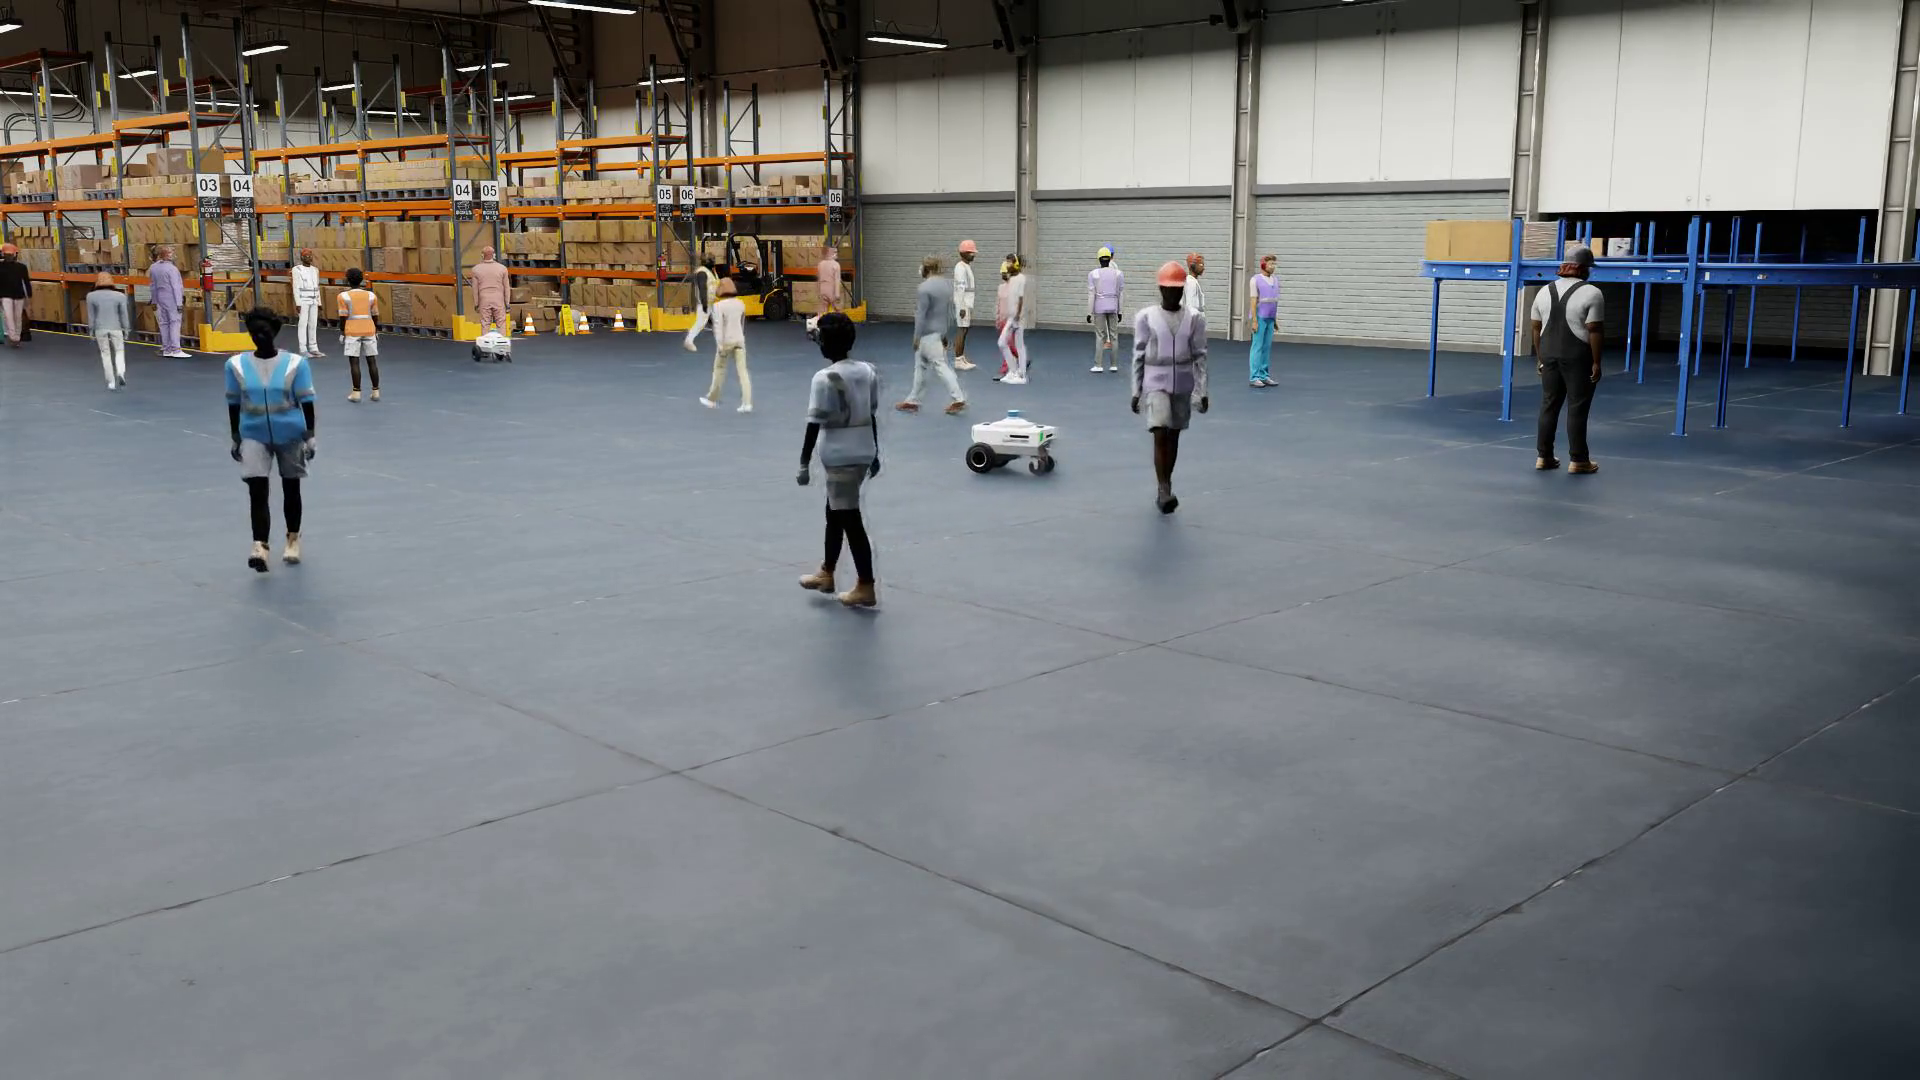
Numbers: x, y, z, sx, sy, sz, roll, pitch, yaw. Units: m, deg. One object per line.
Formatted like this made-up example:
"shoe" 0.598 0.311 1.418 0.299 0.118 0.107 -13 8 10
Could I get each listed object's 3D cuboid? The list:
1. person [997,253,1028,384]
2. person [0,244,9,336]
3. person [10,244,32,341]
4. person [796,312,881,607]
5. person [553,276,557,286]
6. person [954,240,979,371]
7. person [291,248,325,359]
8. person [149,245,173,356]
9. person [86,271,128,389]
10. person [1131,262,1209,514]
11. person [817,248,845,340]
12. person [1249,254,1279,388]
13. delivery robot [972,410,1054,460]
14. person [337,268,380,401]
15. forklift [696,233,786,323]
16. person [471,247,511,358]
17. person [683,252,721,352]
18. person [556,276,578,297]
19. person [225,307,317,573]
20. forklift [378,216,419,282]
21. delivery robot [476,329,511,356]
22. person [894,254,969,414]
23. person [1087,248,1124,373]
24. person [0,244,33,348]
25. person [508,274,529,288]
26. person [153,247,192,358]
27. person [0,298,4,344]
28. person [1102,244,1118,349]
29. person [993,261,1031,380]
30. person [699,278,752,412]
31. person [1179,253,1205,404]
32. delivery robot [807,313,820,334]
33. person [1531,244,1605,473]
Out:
"person" 0.733 -3.145 23.682 0.527 1.852 0.562 -4 11 -20
"person" -20.116 -5.260 35.049 0.584 1.917 0.383 -10 14 -44
"person" -19.023 -4.983 33.524 0.384 1.930 0.540 -2 11 -10
"person" -0.762 -0.466 9.545 0.733 1.666 0.557 6 12 28
"person" -10.813 -7.036 45.358 0.862 1.687 0.490 7 13 34
"person" 0.105 -3.700 26.202 0.396 2.038 0.615 2 11 9
"person" -11.293 -4.101 28.823 0.353 1.883 0.573 4 11 23
"person" -14.078 -4.220 29.350 0.374 1.932 0.621 0 10 2
"person" -11.737 -2.887 22.914 0.503 1.621 0.377 -5 12 -26
"person" 1.627 -1.142 12.636 0.569 1.896 0.930 -1 10 -7
"person" -2.590 -4.978 33.675 0.704 1.853 0.759 9 14 42
"person" 4.264 -3.081 23.355 0.390 1.848 0.565 10 15 44
"delivery robot" 0.479 -0.928 15.001 0.707 0.478 0.477 4 11 22
"person" -7.698 -2.631 21.307 0.540 1.697 0.318 -10 14 -43
"forklift" -5.496 -6.489 41.108 2.313 2.155 1.214 -10 14 -44
"person" -8.151 -4.140 28.956 0.643 1.913 0.410 -3 11 -14
"person" -4.606 -4.316 30.187 0.914 1.809 0.628 3 11 16
"person" -10.165 -6.691 43.057 0.627 1.844 0.429 -9 14 -41
"person" -4.345 -0.631 10.498 0.552 1.648 0.843 -3 11 -15
"forklift" -17.868 -9.201 54.028 1.873 2.768 1.129 -10 14 -44
"delivery robot" -7.871 -3.318 28.038 0.477 0.478 0.707 -8 13 -39
"person" -0.317 -2.451 19.813 1.000 1.895 0.642 4 11 22
"person" 2.243 -3.560 25.778 0.586 1.917 0.381 -3 11 -16
"person" -17.890 -4.607 31.430 0.638 1.932 1.040 -7 13 -34
"person" -12.019 -7.095 45.103 0.970 1.901 0.607 10 14 43
"person" -13.641 -4.108 28.803 0.649 1.904 0.401 8 13 36
"person" -18.939 -4.689 32.370 0.337 1.759 0.524 10 15 44
"person" 2.782 -4.559 31.140 0.404 1.945 0.615 2 11 11
"person" 0.772 -3.252 24.577 0.758 1.740 0.534 -8 13 -39
"person" -2.808 -2.357 20.099 0.513 1.595 0.828 -10 15 -44
"person" 2.938 -2.694 21.147 0.337 1.881 0.585 0 10 1
"delivery robot" -2.848 -4.370 33.775 0.477 0.478 0.707 -5 12 -26
"person" 5.530 -1.625 15.006 0.536 2.000 0.688 -7 13 -34
